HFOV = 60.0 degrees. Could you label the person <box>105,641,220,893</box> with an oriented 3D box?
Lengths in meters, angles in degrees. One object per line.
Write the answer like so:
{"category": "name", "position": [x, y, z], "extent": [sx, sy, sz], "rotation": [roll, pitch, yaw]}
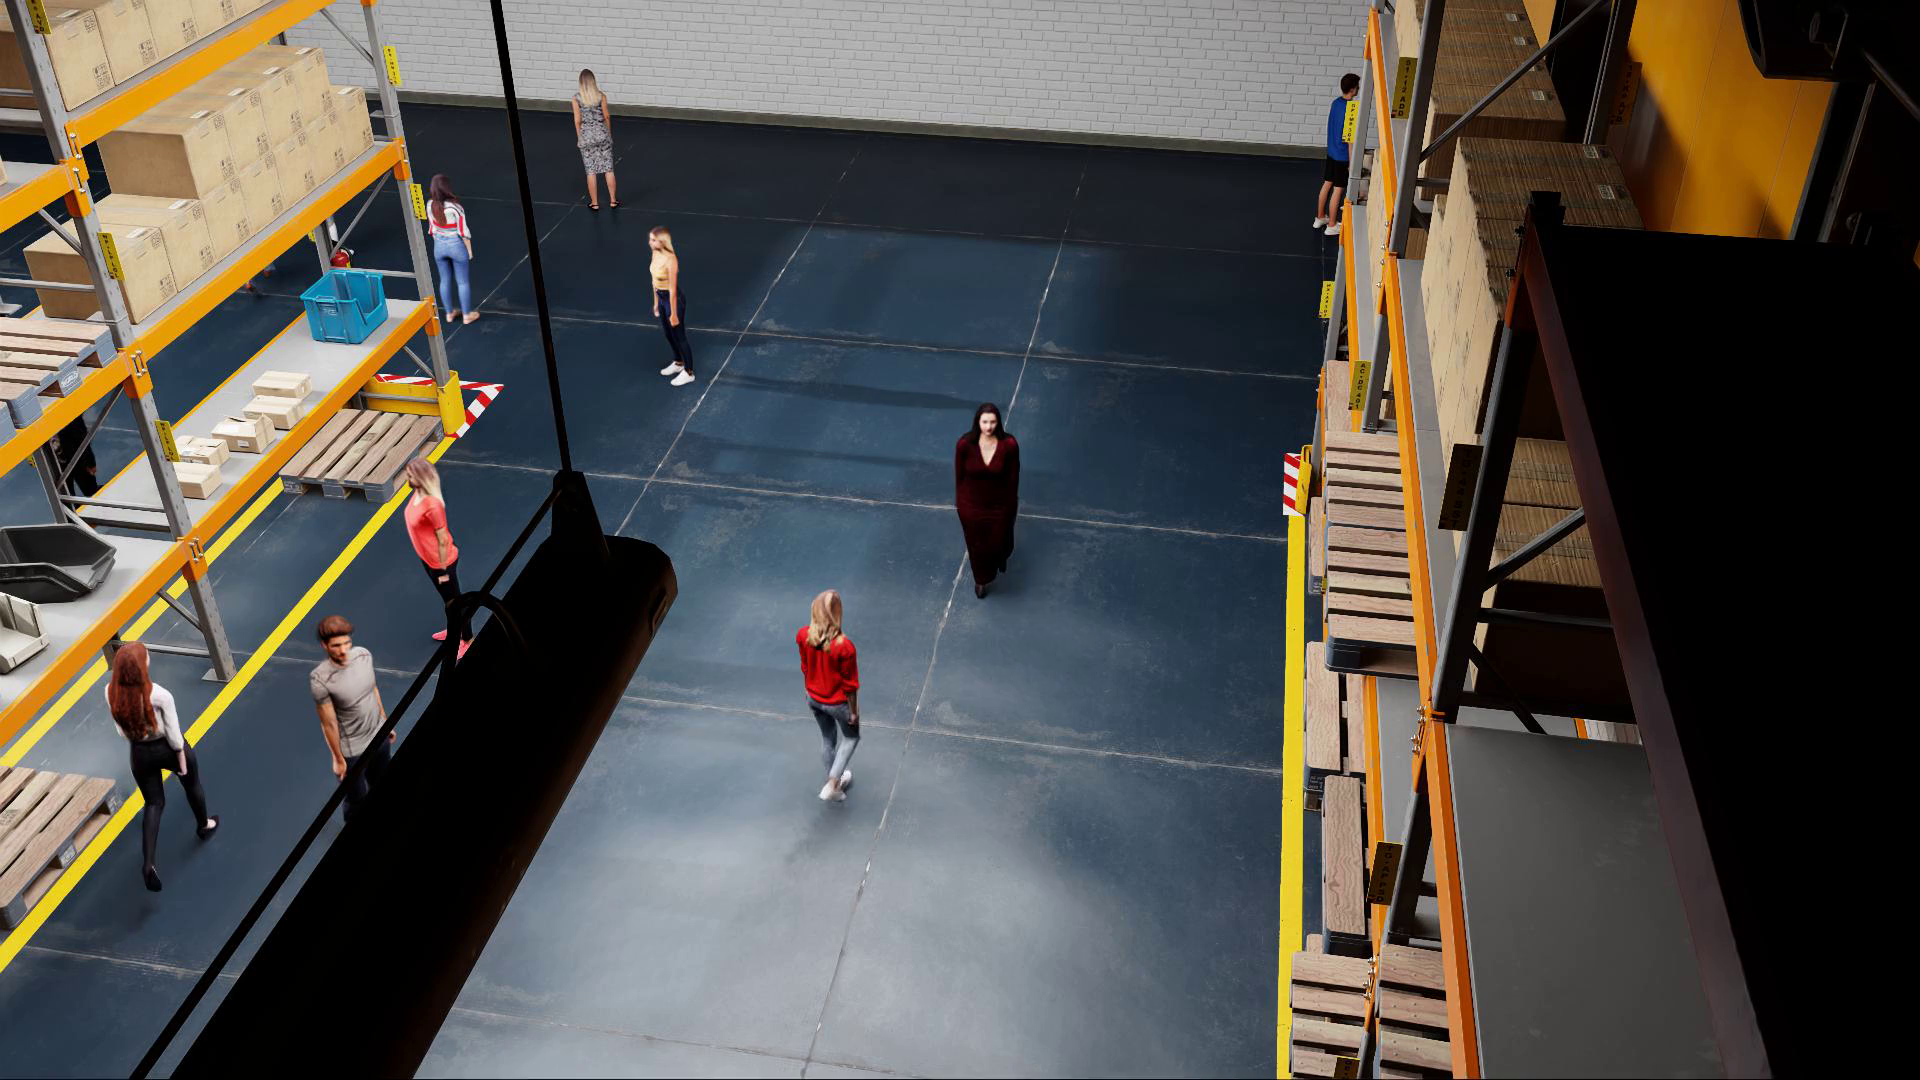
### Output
{"category": "person", "position": [-5.076, 1.434, 10.462], "extent": [0.725, 1.727, 1.132], "rotation": [1, 34, 1]}

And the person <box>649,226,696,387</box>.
{"category": "person", "position": [-2.807, -2.293, 16.163], "extent": [0.704, 1.623, 0.637], "rotation": [-19, 38, -27]}

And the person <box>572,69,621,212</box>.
{"category": "person", "position": [-4.347, -4.758, 19.796], "extent": [0.634, 1.705, 0.625], "rotation": [-8, 34, -12]}

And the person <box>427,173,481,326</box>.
{"category": "person", "position": [-5.295, -3.023, 17.272], "extent": [0.583, 1.610, 0.492], "rotation": [6, 34, 9]}

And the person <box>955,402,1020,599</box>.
{"category": "person", "position": [0.203, -0.355, 13.131], "extent": [0.684, 1.751, 0.737], "rotation": [2, 34, 3]}

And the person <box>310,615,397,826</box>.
{"category": "person", "position": [-3.833, 1.260, 10.573], "extent": [0.765, 1.894, 0.609], "rotation": [16, 37, 23]}

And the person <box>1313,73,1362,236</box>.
{"category": "person", "position": [4.390, -4.480, 19.234], "extent": [0.808, 1.865, 0.698], "rotation": [-12, 36, -18]}

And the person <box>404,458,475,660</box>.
{"category": "person", "position": [-3.897, 0.127, 12.458], "extent": [0.737, 1.693, 0.661], "rotation": [-18, 38, -25]}

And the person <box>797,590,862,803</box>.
{"category": "person", "position": [-0.896, 1.094, 11.001], "extent": [0.717, 1.695, 0.777], "rotation": [15, 36, 21]}
